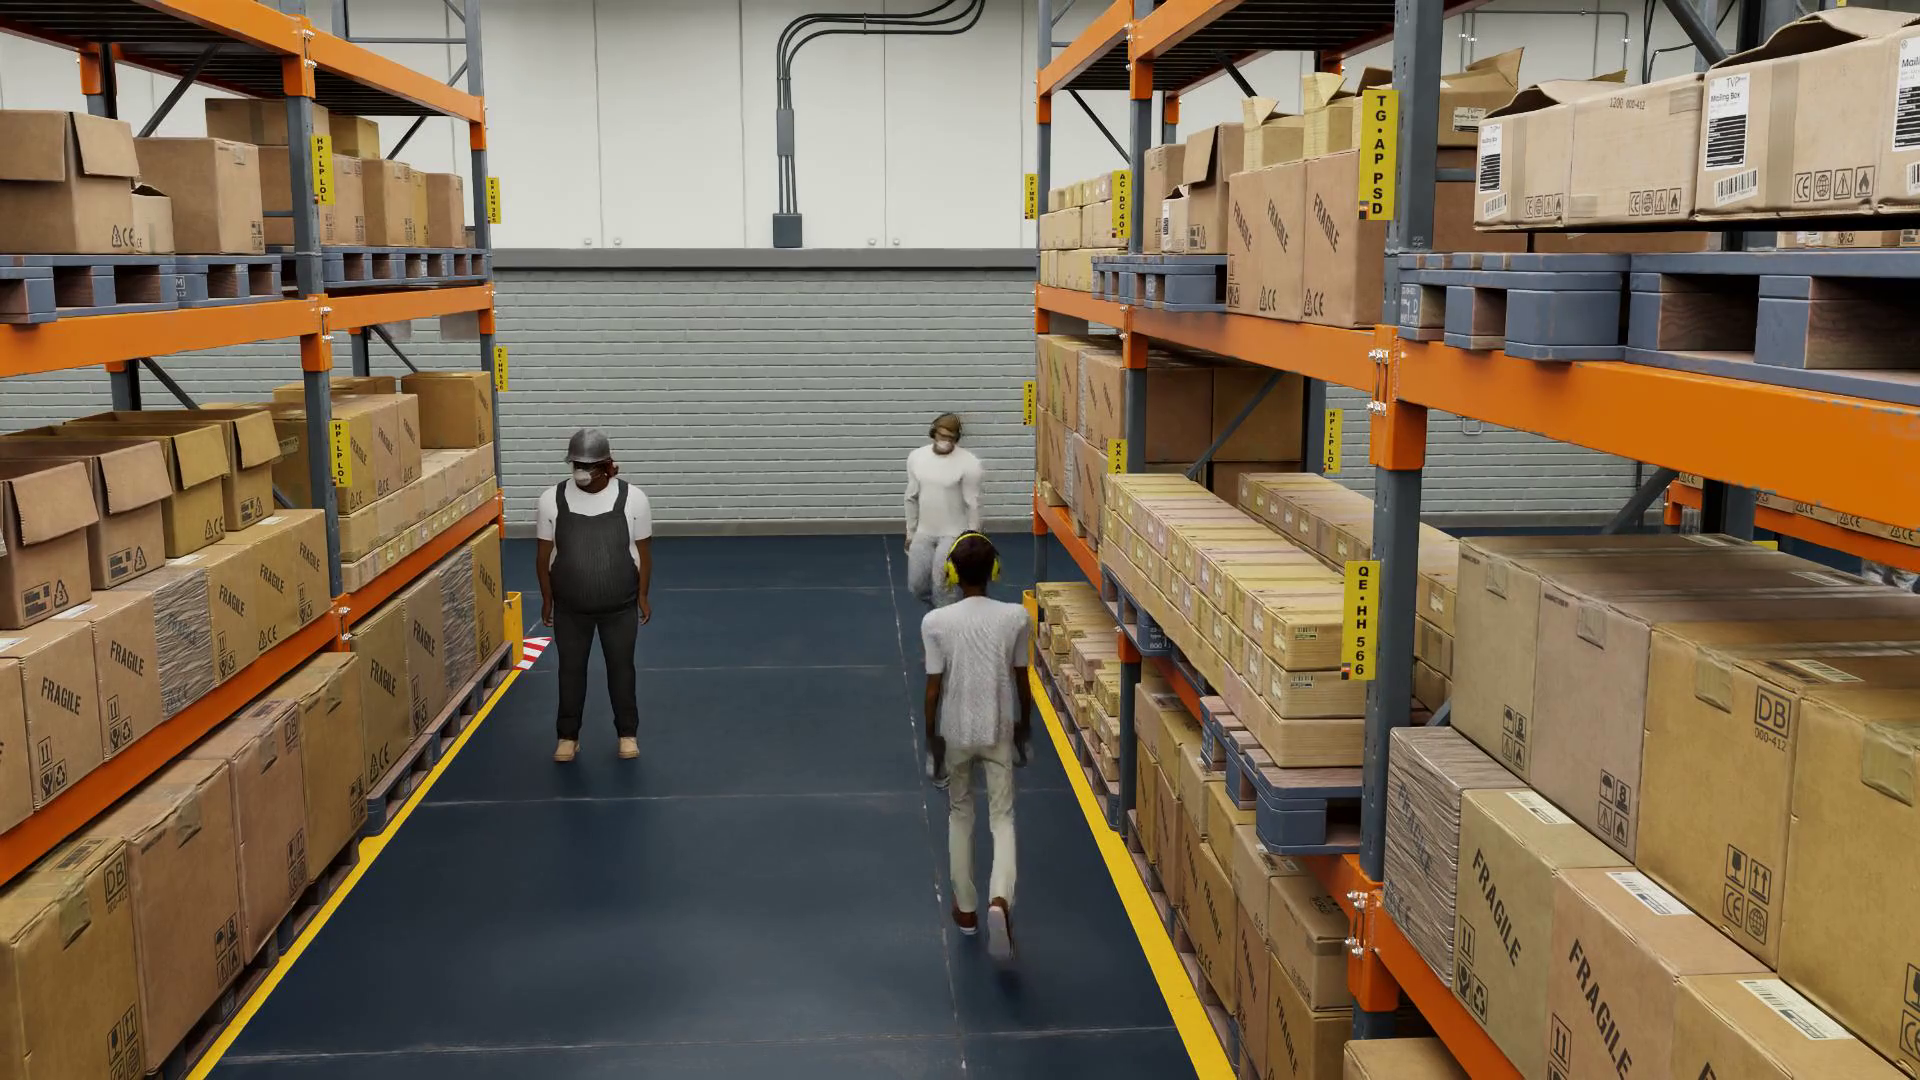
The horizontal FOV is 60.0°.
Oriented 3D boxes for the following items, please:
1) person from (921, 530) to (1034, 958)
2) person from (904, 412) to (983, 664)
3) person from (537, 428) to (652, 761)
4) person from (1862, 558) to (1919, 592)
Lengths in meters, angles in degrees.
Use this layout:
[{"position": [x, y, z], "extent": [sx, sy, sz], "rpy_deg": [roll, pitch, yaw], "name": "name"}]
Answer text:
[{"position": [0.088, 0.894, 7.265], "extent": [0.508, 1.845, 0.728], "rpy_deg": [0, 10, -3], "name": "person"}, {"position": [-0.134, -0.017, 12.443], "extent": [0.653, 1.905, 0.486], "rpy_deg": [6, 11, 31], "name": "person"}, {"position": [-2.192, 0.330, 10.003], "extent": [0.685, 2.000, 0.535], "rpy_deg": [-2, 10, -9], "name": "person"}, {"position": [7.290, -0.039, 12.880], "extent": [0.680, 1.808, 0.471], "rpy_deg": [5, 11, 26], "name": "person"}]
